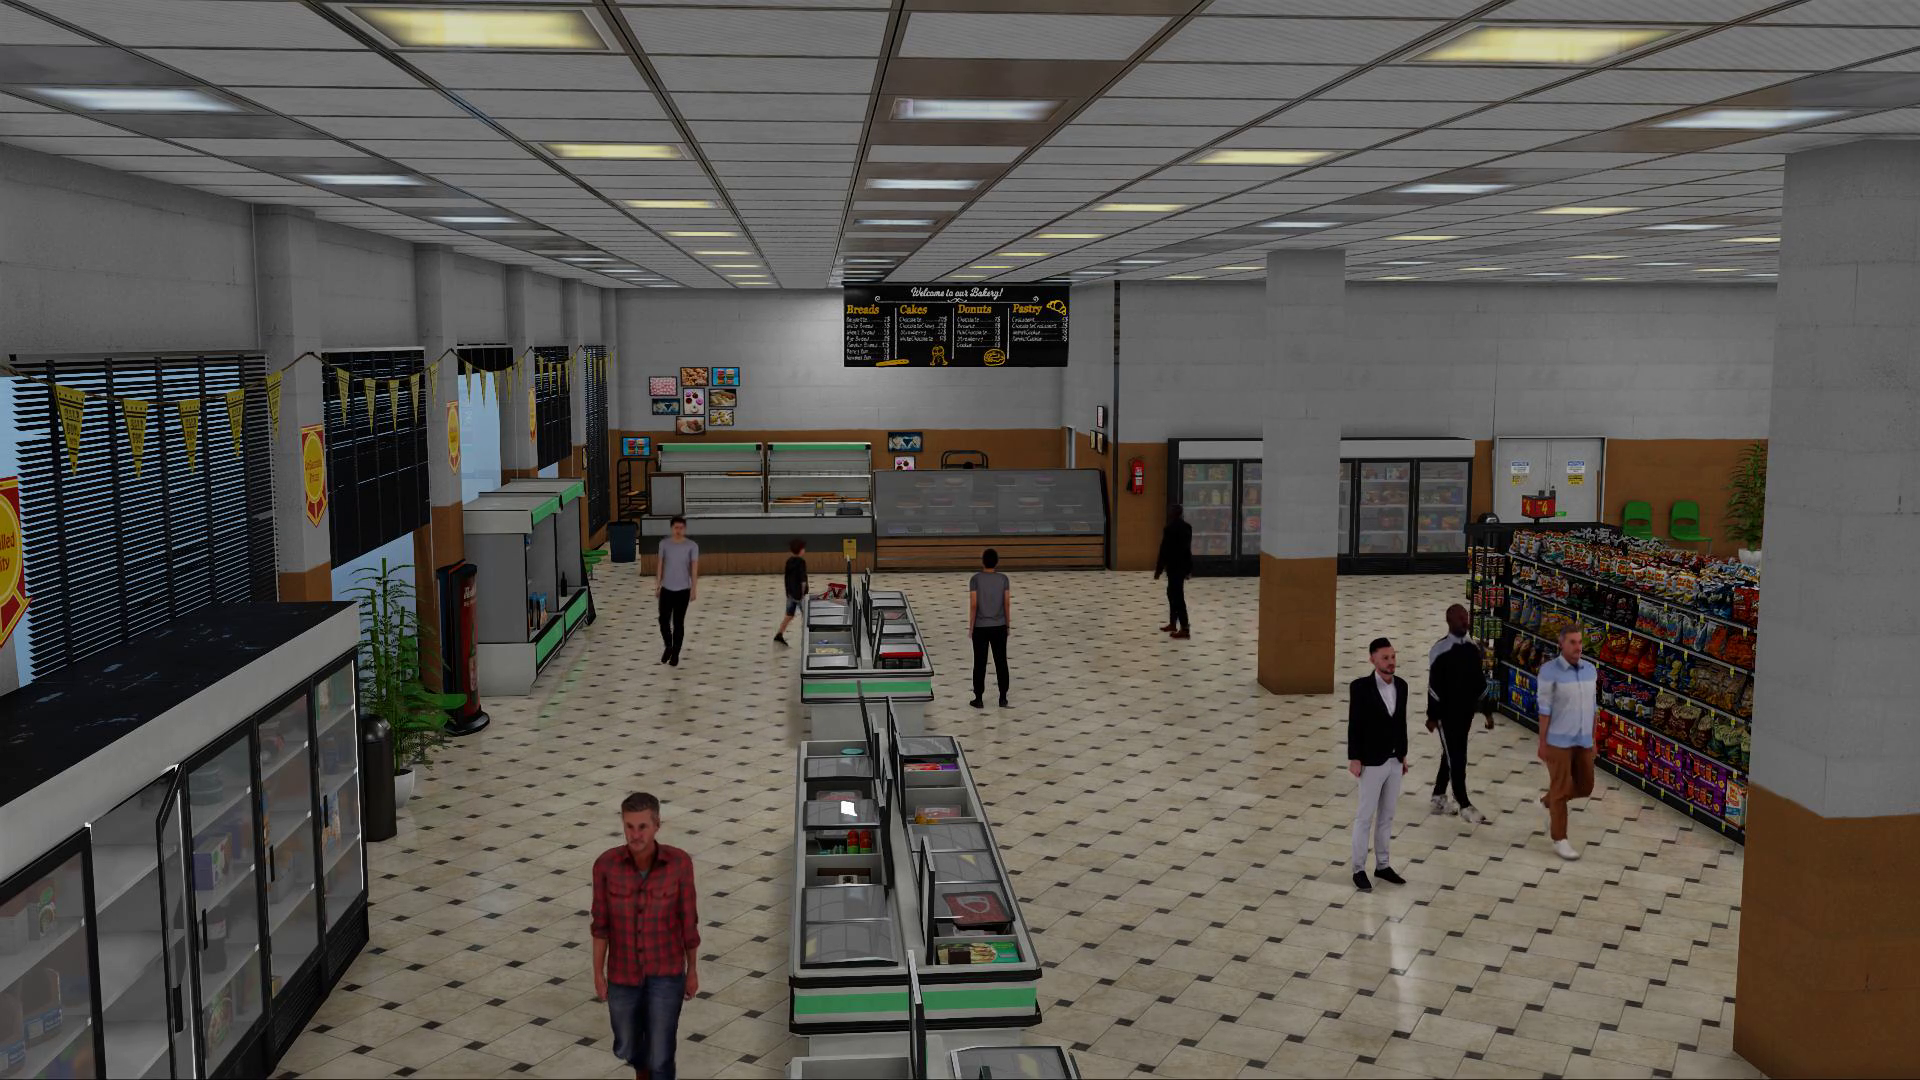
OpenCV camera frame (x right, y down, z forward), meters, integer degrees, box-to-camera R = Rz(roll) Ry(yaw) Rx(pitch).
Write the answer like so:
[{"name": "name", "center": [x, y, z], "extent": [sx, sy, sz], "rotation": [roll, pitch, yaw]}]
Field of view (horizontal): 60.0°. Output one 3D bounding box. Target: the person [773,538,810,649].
[{"name": "person", "center": [-2.163, 0.713, 21.527], "extent": [0.942, 1.420, 0.985], "rotation": [6, 9, 41]}]

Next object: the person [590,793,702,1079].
[{"name": "person", "center": [-1.556, 2.124, 8.272], "extent": [0.710, 1.799, 1.104], "rotation": [0, 7, -3]}]

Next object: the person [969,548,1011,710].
[{"name": "person", "center": [0.324, 0.952, 18.156], "extent": [0.632, 1.753, 0.578], "rotation": [-1, 7, -12]}]

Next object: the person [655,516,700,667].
[{"name": "person", "center": [-3.481, 0.618, 20.532], "extent": [0.739, 1.848, 0.696], "rotation": [1, 7, 6]}]

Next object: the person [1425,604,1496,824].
[{"name": "person", "center": [4.106, 1.428, 14.014], "extent": [0.924, 1.804, 1.135], "rotation": [-4, 8, -28]}]

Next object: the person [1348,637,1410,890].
[{"name": "person", "center": [3.082, 1.620, 12.249], "extent": [0.714, 1.844, 0.664], "rotation": [-3, 7, -22]}]

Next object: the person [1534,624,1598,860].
[{"name": "person", "center": [4.709, 1.542, 13.021], "extent": [0.813, 1.814, 0.969], "rotation": [-2, 7, -18]}]

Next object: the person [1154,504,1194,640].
[{"name": "person", "center": [2.987, 0.434, 22.264], "extent": [1.004, 1.797, 0.947], "rotation": [5, 8, 34]}]
